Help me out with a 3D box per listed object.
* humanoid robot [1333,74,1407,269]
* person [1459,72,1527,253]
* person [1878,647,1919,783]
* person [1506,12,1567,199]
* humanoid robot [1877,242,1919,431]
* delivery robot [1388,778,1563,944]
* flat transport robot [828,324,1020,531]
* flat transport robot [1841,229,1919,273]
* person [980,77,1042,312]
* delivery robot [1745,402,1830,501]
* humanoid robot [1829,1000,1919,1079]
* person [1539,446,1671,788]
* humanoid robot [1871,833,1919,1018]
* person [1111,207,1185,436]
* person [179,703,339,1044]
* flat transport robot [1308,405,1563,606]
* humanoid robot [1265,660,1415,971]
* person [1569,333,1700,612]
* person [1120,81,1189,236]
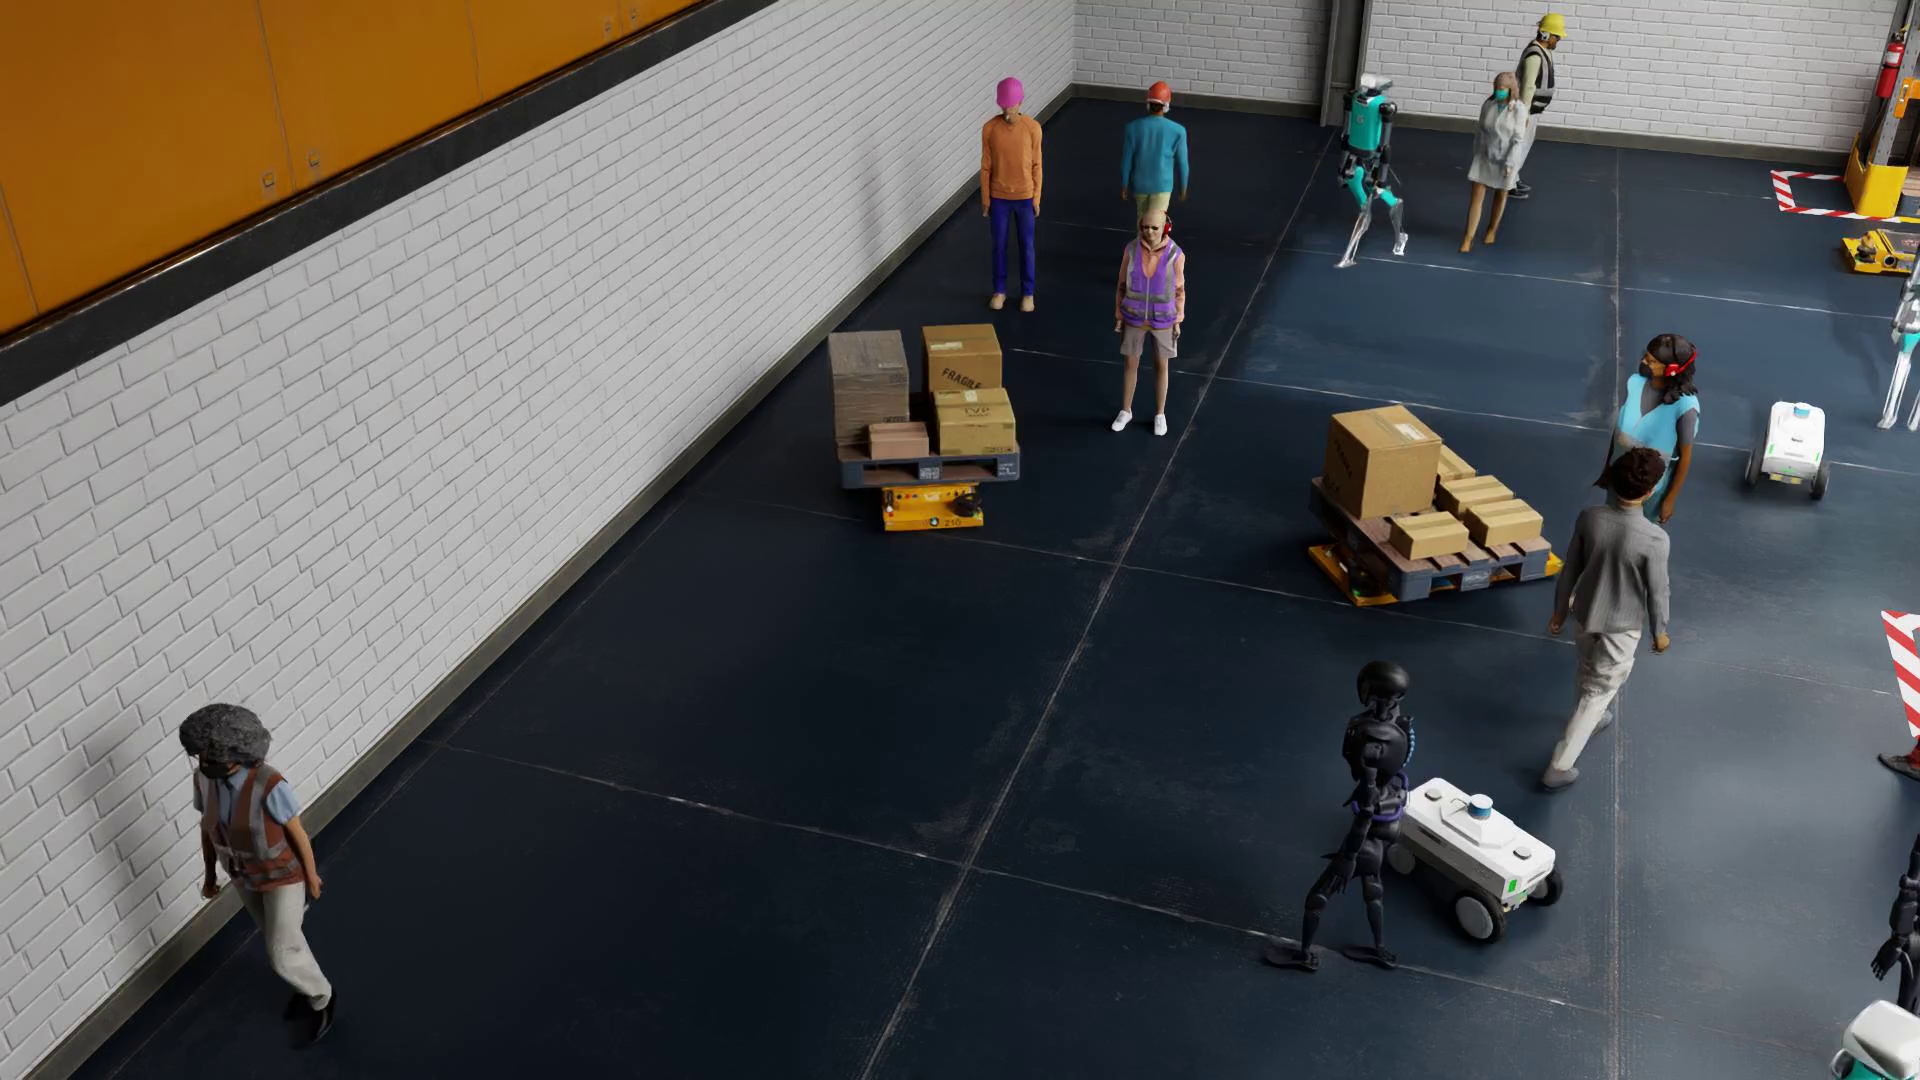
[{"bbox_3d":[3.791,-3.311,14.830,0.915,1.786,0.543,-22,37,-32],"label":"humanoid robot"},{"bbox_3d":[4.820,-3.398,15.057,0.474,1.617,0.828,16,34,26],"label":"person"},{"bbox_3d":[5.086,0.431,8.414,0.532,1.766,0.324,-12,33,-20],"label":"person"},{"bbox_3d":[5.621,-4.276,16.379,0.421,1.815,0.598,14,33,22],"label":"person"},{"bbox_3d":[6.936,-1.525,11.828,0.561,1.829,0.756,18,35,28],"label":"humanoid robot"},{"bbox_3d":[2.428,1.473,7.838,0.499,0.595,0.781,-21,36,-31],"label":"delivery robot"},{"bbox_3d":[-0.247,-0.497,11.471,0.659,0.231,1.431,-3,31,-5],"label":"flat transport robot"},{"bbox_3d":[8.775,-2.549,14.961,1.431,0.231,0.659,7,31,13],"label":"flat transport robot"},{"bbox_3d":[0.425,-2.866,13.825,0.516,1.974,0.406,3,31,6],"label":"person"},{"bbox_3d":[5.722,-0.633,11.438,0.499,0.614,0.790,13,33,21],"label":"delivery robot"},{"bbox_3d":[2.626,2.128,5.591,0.823,1.795,0.552,26,39,37],"label":"humanoid robot"},{"bbox_3d":[3.285,0.378,8.409,0.844,1.870,0.549,-22,37,-32],"label":"person"},{"bbox_3d":[3.965,1.564,6.576,0.603,1.653,0.351,5,31,8],"label":"humanoid robot"},{"bbox_3d":[1.351,-1.557,11.866,0.494,1.693,0.347,8,31,13],"label":"person"},{"bbox_3d":[-2.900,1.386,6.881,0.458,1.675,0.478,10,32,16],"label":"person"},{"bbox_3d":[2.994,0.083,10.484,1.431,0.231,0.659,-9,32,-14],"label":"flat transport robot"},{"bbox_3d":[1.711,1.192,7.216,0.588,1.638,0.616,10,32,17],"label":"humanoid robot"},{"bbox_3d":[3.937,-0.329,9.609,0.394,1.865,0.521,-16,34,-25],"label":"person"},{"bbox_3d":[1.689,-3.136,14.536,0.580,1.710,0.887,10,32,16],"label":"person"}]
